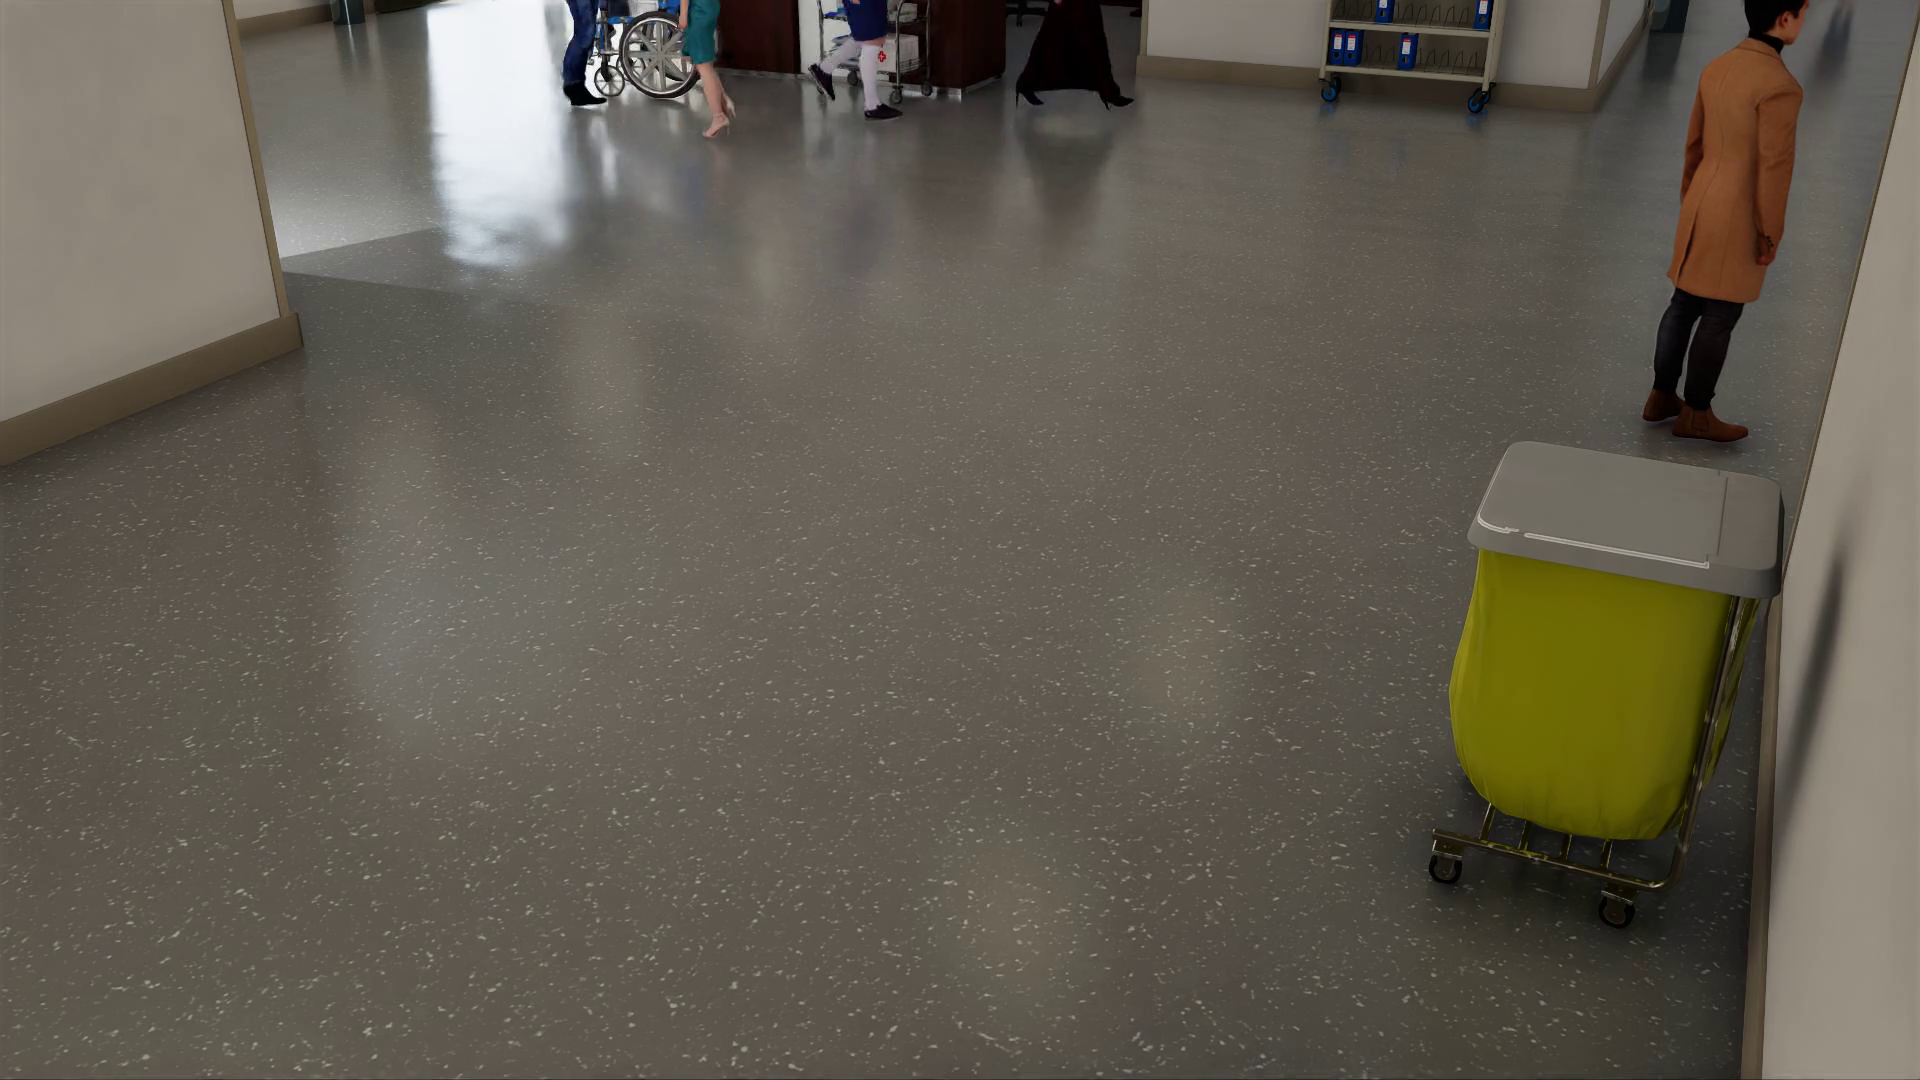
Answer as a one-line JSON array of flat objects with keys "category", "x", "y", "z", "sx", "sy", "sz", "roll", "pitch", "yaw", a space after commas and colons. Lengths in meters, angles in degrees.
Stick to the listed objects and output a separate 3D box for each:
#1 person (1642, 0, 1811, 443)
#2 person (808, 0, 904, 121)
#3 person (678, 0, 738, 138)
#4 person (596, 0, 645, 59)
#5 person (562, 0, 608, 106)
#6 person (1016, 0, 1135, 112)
[{"category": "person", "x": 2.862, "y": -1.232, "z": 6.208, "sx": 0.815, "sy": 1.727, "sz": 0.772, "roll": -6, "pitch": 26, "yaw": -12}, {"category": "person", "x": -0.741, "y": -3.868, "z": 11.610, "sx": 1.031, "sy": 1.826, "sz": 0.806, "roll": 5, "pitch": 26, "yaw": 11}, {"category": "person", "x": -1.629, "y": -3.477, "z": 10.978, "sx": 0.664, "sy": 1.670, "sz": 0.647, "roll": 6, "pitch": 26, "yaw": 12}, {"category": "person", "x": -2.802, "y": -4.840, "z": 13.989, "sx": 0.973, "sy": 1.510, "sz": 0.690, "roll": 8, "pitch": 27, "yaw": 16}, {"category": "person", "x": -2.828, "y": -4.094, "z": 12.032, "sx": 0.645, "sy": 1.866, "sz": 0.686, "roll": 15, "pitch": 29, "yaw": 28}, {"category": "person", "x": 0.689, "y": -3.871, "z": 11.756, "sx": 1.180, "sy": 1.704, "sz": 0.886, "roll": 3, "pitch": 26, "yaw": 7}]
